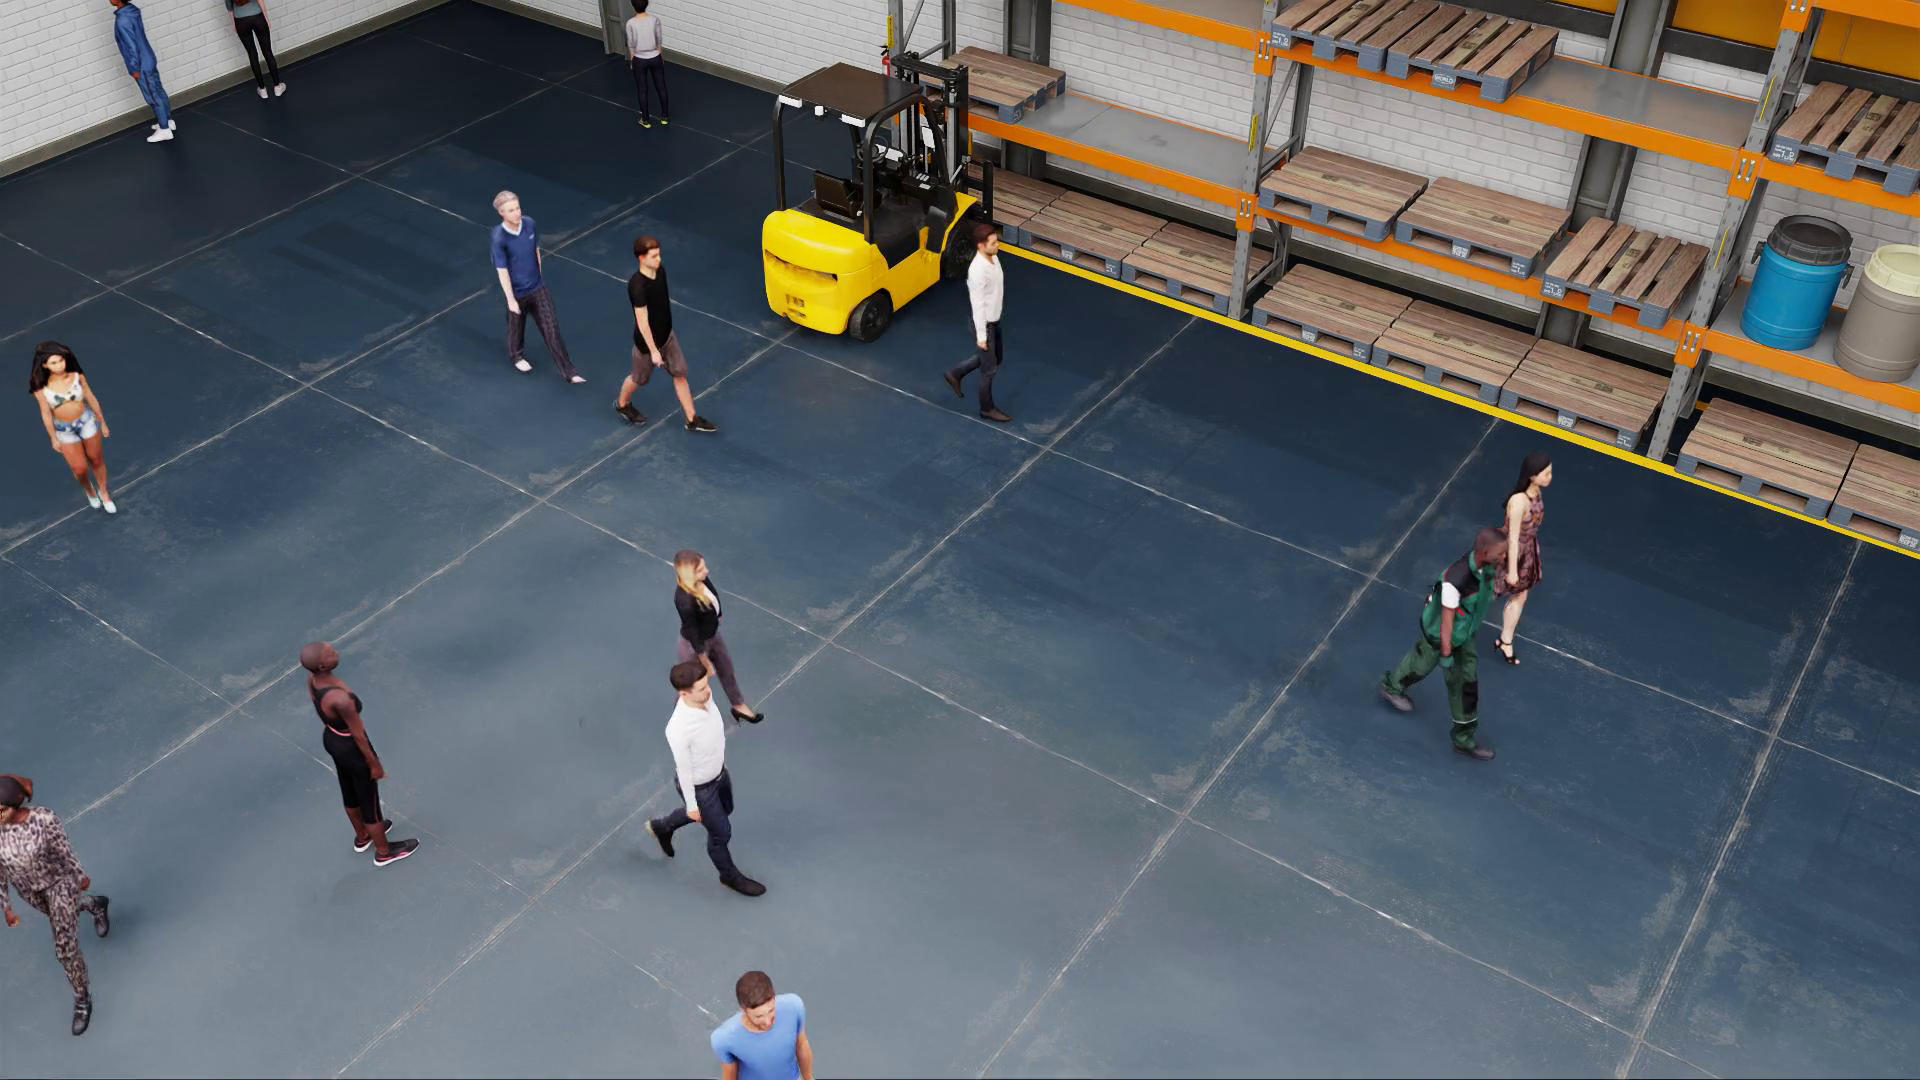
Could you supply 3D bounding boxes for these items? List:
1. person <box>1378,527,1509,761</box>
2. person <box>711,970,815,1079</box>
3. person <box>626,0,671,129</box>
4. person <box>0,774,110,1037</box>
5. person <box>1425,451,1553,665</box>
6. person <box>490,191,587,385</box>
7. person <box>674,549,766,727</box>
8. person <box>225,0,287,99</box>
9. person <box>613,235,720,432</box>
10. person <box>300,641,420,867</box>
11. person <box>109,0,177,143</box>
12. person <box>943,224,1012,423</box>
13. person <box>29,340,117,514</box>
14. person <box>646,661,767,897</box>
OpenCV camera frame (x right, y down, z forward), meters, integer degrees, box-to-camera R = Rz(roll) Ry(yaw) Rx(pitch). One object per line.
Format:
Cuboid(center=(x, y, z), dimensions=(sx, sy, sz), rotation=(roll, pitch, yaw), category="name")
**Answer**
Cuboid(center=(3.179, 0.591, 11.098), dimensions=(0.915, 1.781, 1.274), rotation=(-28, 46, -31), category="person")
Cuboid(center=(-1.011, 2.710, 8.403), dimensions=(0.930, 1.832, 1.206), rotation=(-19, 42, -22), category="person")
Cuboid(center=(-3.545, -5.452, 18.847), dimensions=(0.618, 1.554, 0.637), rotation=(-15, 41, -18), category="person")
Cuboid(center=(-5.200, 1.927, 9.511), dimensions=(1.119, 1.672, 1.158), rotation=(-5, 39, -6), category="person")
Cuboid(center=(3.790, 0.110, 11.721), dimensions=(1.019, 1.753, 0.638), rotation=(24, 44, 27), category="person")
Cuboid(center=(-3.891, -2.208, 14.574), dimensions=(1.213, 1.815, 0.781), rotation=(30, 47, 32), category="person")
Cuboid(center=(-1.833, 0.710, 11.053), dimensions=(0.962, 1.650, 0.855), rotation=(1, 39, 1), category="person")
Cuboid(center=(-8.288, -6.038, 19.429), dimensions=(0.662, 1.742, 0.704), rotation=(-11, 40, -13), category="person")
Cuboid(center=(-2.652, -1.710, 13.936), dimensions=(1.267, 1.834, 0.837), rotation=(14, 41, 17), category="person")
Cuboid(center=(-3.768, 1.300, 10.228), dimensions=(0.517, 1.757, 0.668), rotation=(30, 47, 32), category="person")
Cuboid(center=(-9.121, -5.357, 18.520), dimensions=(0.802, 1.811, 0.749), rotation=(-5, 39, -6), category="person")
Cuboid(center=(0.137, -1.827, 14.065), dimensions=(0.975, 1.856, 0.818), rotation=(11, 40, 14), category="person")
Cuboid(center=(-6.979, -0.887, 13.085), dimensions=(0.634, 1.610, 0.668), rotation=(-30, 47, -32), category="person")
Cuboid(center=(-1.623, 1.422, 10.008), dimensions=(1.122, 1.842, 0.830), rotation=(12, 40, 14), category="person")
